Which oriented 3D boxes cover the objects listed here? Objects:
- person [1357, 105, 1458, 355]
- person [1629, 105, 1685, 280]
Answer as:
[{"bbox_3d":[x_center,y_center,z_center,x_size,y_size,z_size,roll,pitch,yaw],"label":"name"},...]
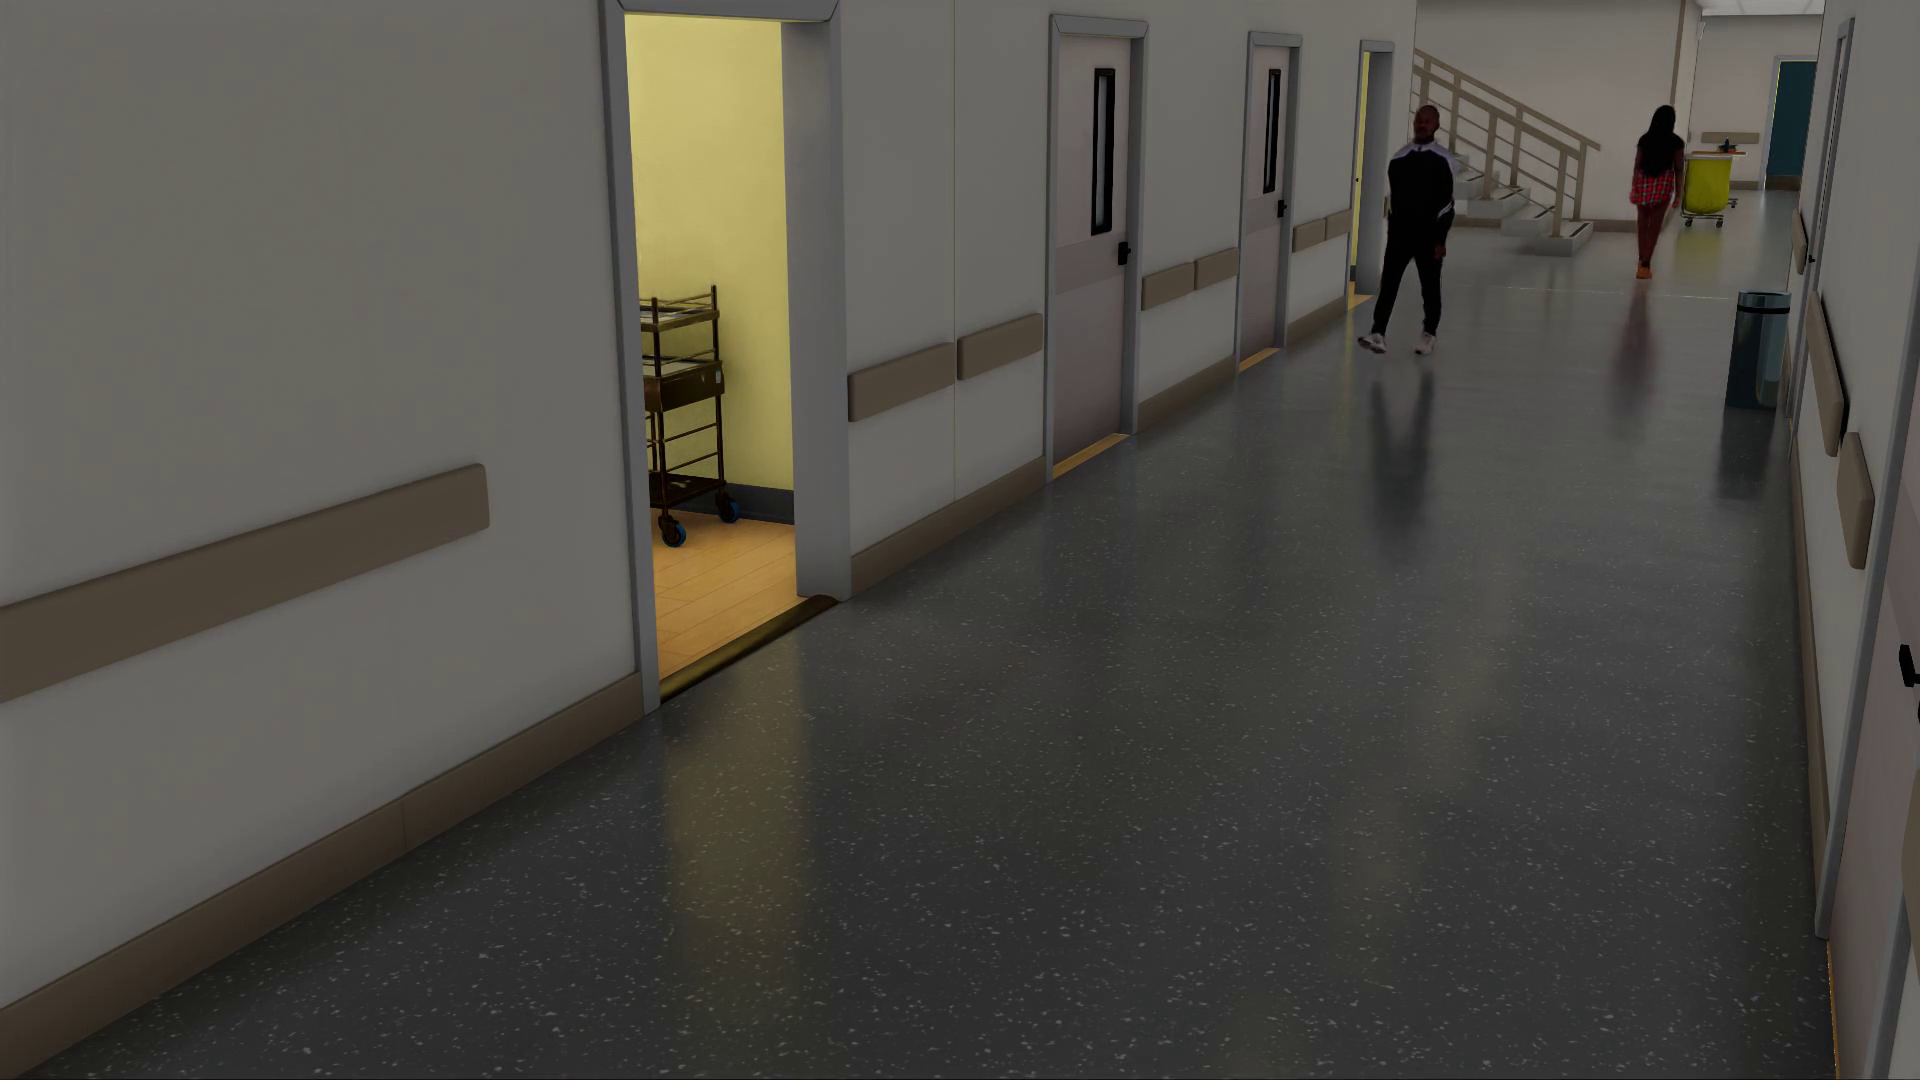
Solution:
[{"bbox_3d":[3.389,-2.230,12.134,1.139,1.790,0.910,12,20,37],"label":"person"},{"bbox_3d":[6.920,-3.449,16.624,0.949,1.700,0.784,11,19,34],"label":"person"}]
